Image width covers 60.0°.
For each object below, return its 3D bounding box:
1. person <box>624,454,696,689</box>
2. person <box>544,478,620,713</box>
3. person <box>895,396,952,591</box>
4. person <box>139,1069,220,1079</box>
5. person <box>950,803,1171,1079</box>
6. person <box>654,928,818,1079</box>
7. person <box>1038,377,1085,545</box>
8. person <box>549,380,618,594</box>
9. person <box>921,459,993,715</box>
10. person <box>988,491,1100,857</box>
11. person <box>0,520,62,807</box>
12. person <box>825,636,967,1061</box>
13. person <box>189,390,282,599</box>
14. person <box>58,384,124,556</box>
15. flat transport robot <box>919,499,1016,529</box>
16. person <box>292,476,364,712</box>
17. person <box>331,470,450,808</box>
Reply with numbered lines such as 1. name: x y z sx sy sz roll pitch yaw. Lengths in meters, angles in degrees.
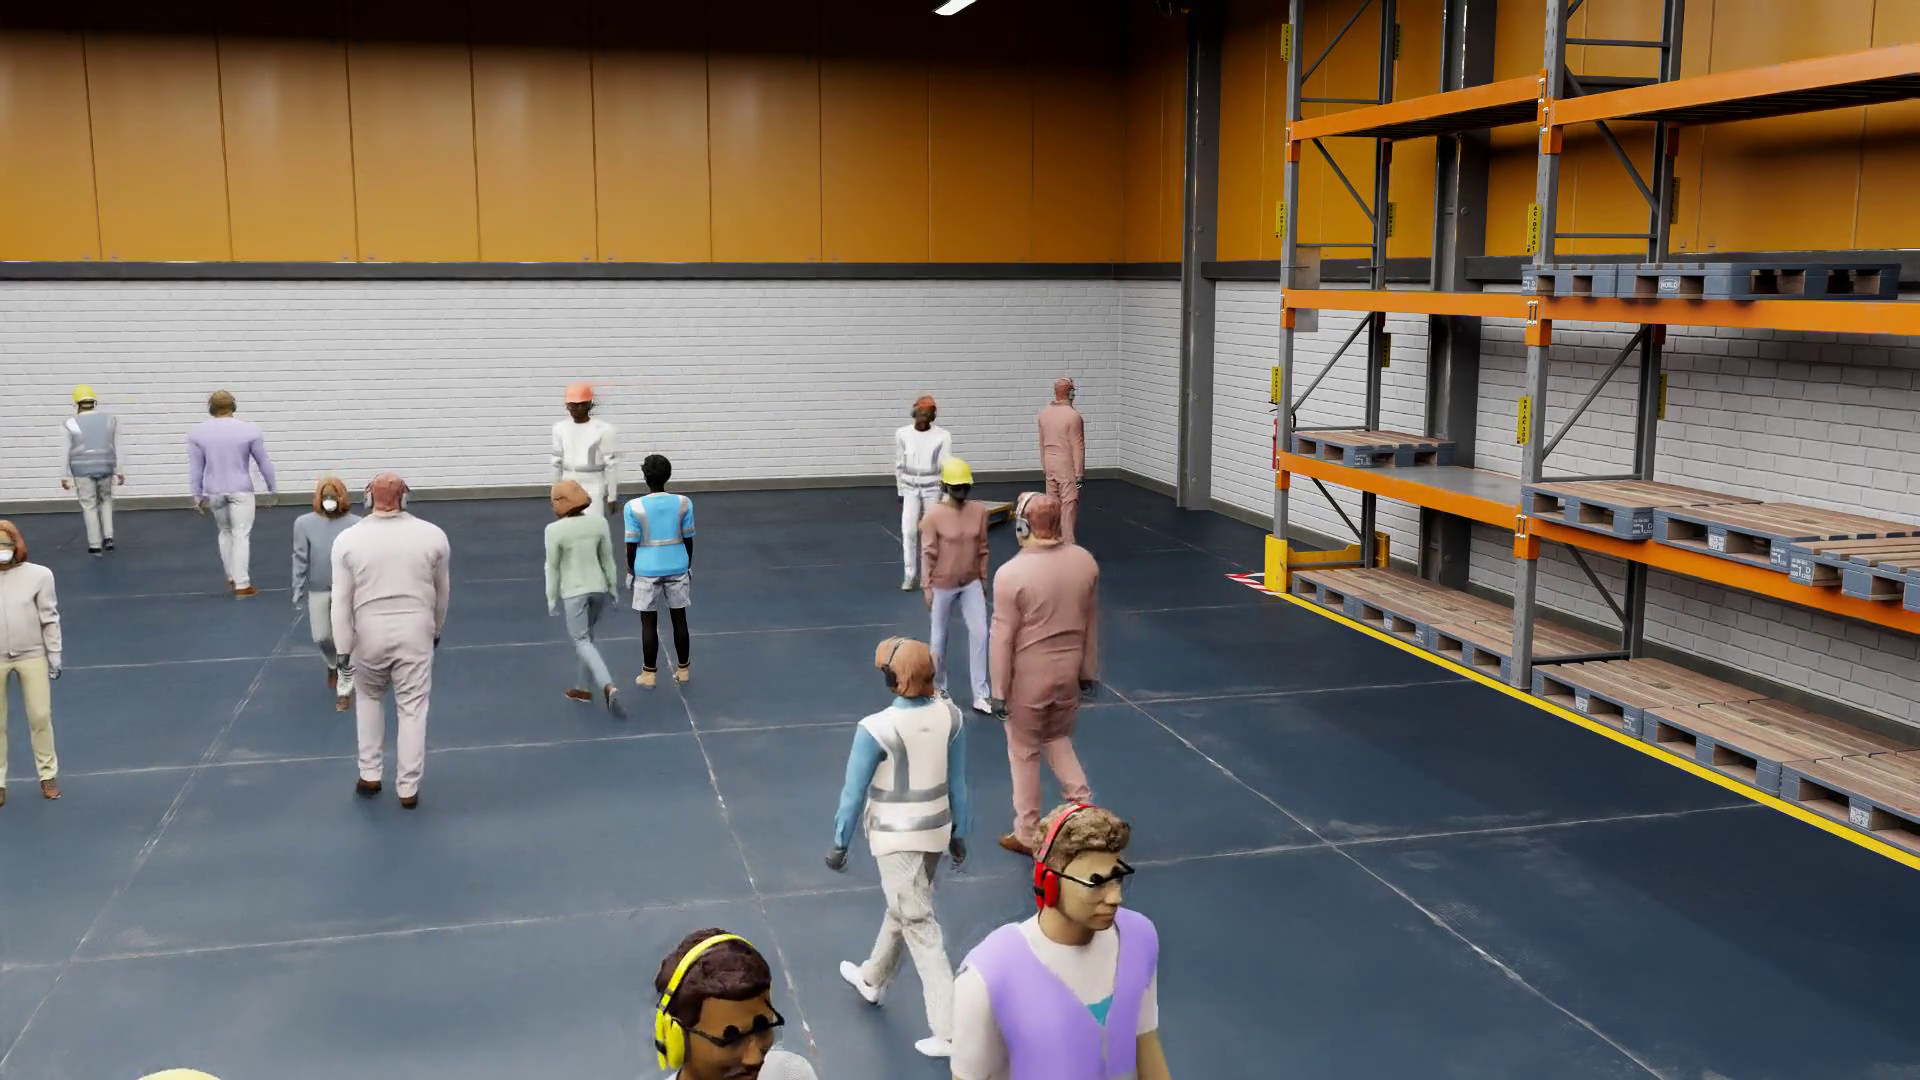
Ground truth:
1. person: -2.160 0.224 11.985 0.535 1.699 0.318 -5 10 -29
2. person: -2.547 0.375 11.348 0.515 1.602 0.732 -9 13 -44
3. person: -0.343 -0.429 15.620 0.596 1.832 0.767 2 9 12
4. person: -1.179 1.648 2.564 0.983 1.884 0.600 6 11 35
5. person: 0.304 1.486 3.734 0.574 1.806 0.924 -8 12 -42
6. person: -0.430 1.590 3.126 1.005 1.802 0.518 9 12 43
7. person: 1.097 -0.732 17.303 0.408 1.909 0.644 -7 11 -35
8. person: -3.411 -0.437 15.100 0.625 2.031 0.507 3 10 19
9. person: 0.004 0.323 11.219 0.543 1.732 0.797 -4 10 -25
10. person: 0.427 0.697 8.427 0.666 1.892 0.486 -7 11 -35
11. person: -5.327 0.685 9.349 0.509 1.628 0.283 -5 11 -30
12. person: -0.234 1.161 6.446 0.526 1.591 0.864 -9 13 -44
13. person: -6.689 -0.433 15.420 0.708 1.910 0.765 -1 9 -6
14. person: -9.198 -0.735 17.584 0.497 1.819 0.619 9 13 44
15. flat transport robot: 0.121 -0.295 19.671 0.652 0.197 1.431 4 10 25
16. person: -4.345 0.336 11.565 0.511 1.609 0.718 -2 9 -12
17. person: -3.213 0.544 9.434 0.651 1.879 0.719 -3 10 -20
